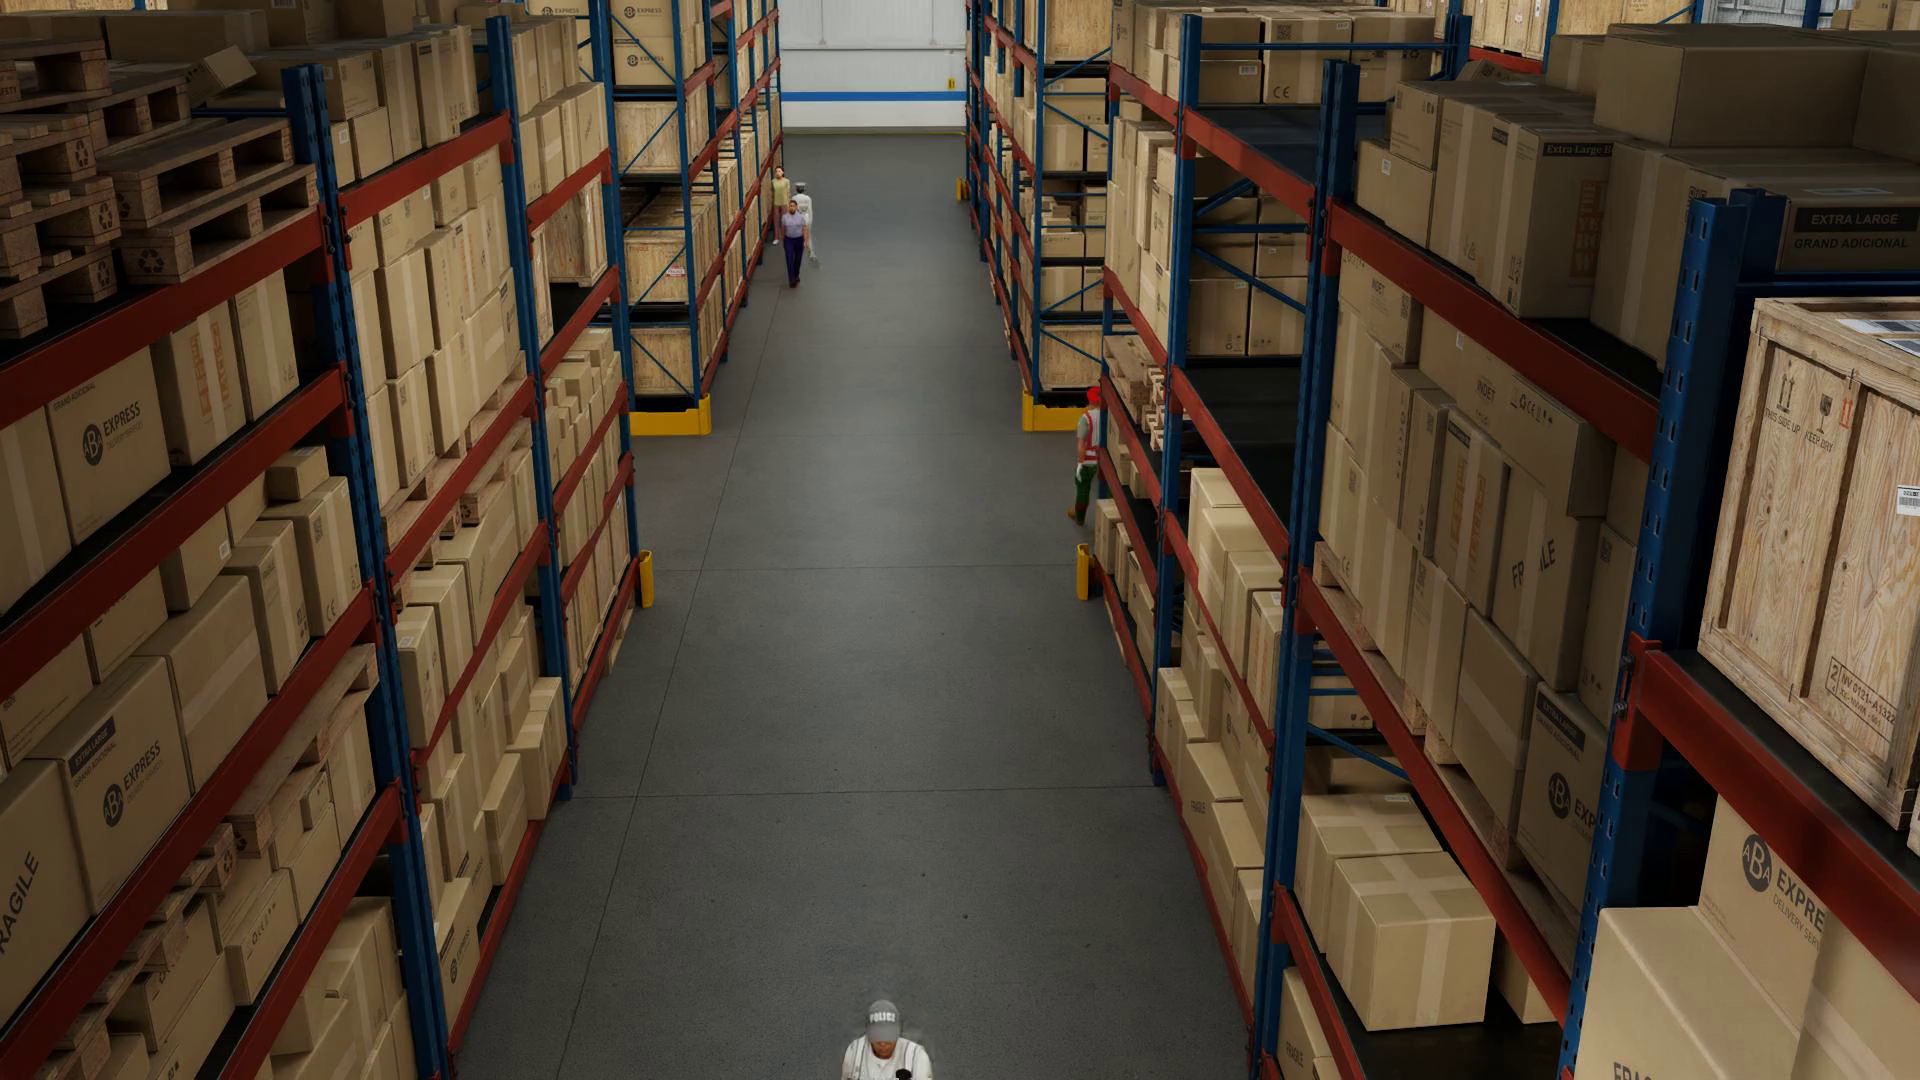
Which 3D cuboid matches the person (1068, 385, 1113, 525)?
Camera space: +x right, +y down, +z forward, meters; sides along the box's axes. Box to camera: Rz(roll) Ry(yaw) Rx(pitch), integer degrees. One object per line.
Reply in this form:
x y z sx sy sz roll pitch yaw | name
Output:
1.545 -0.910 18.940 0.586 1.750 1.075 -6 21 -16 | person

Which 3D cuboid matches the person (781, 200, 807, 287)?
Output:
-3.174 -5.715 32.011 0.481 1.591 0.971 -5 21 -14 | person

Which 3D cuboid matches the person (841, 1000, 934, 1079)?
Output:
-0.368 3.083 8.343 0.513 1.639 0.822 1 20 2 | person

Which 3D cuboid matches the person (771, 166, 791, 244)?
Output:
-3.903 -7.282 36.143 0.429 1.670 0.395 2 21 5 | person

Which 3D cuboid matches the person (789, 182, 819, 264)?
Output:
-3.217 -6.438 33.920 0.554 1.651 0.676 -5 21 -14 | person
